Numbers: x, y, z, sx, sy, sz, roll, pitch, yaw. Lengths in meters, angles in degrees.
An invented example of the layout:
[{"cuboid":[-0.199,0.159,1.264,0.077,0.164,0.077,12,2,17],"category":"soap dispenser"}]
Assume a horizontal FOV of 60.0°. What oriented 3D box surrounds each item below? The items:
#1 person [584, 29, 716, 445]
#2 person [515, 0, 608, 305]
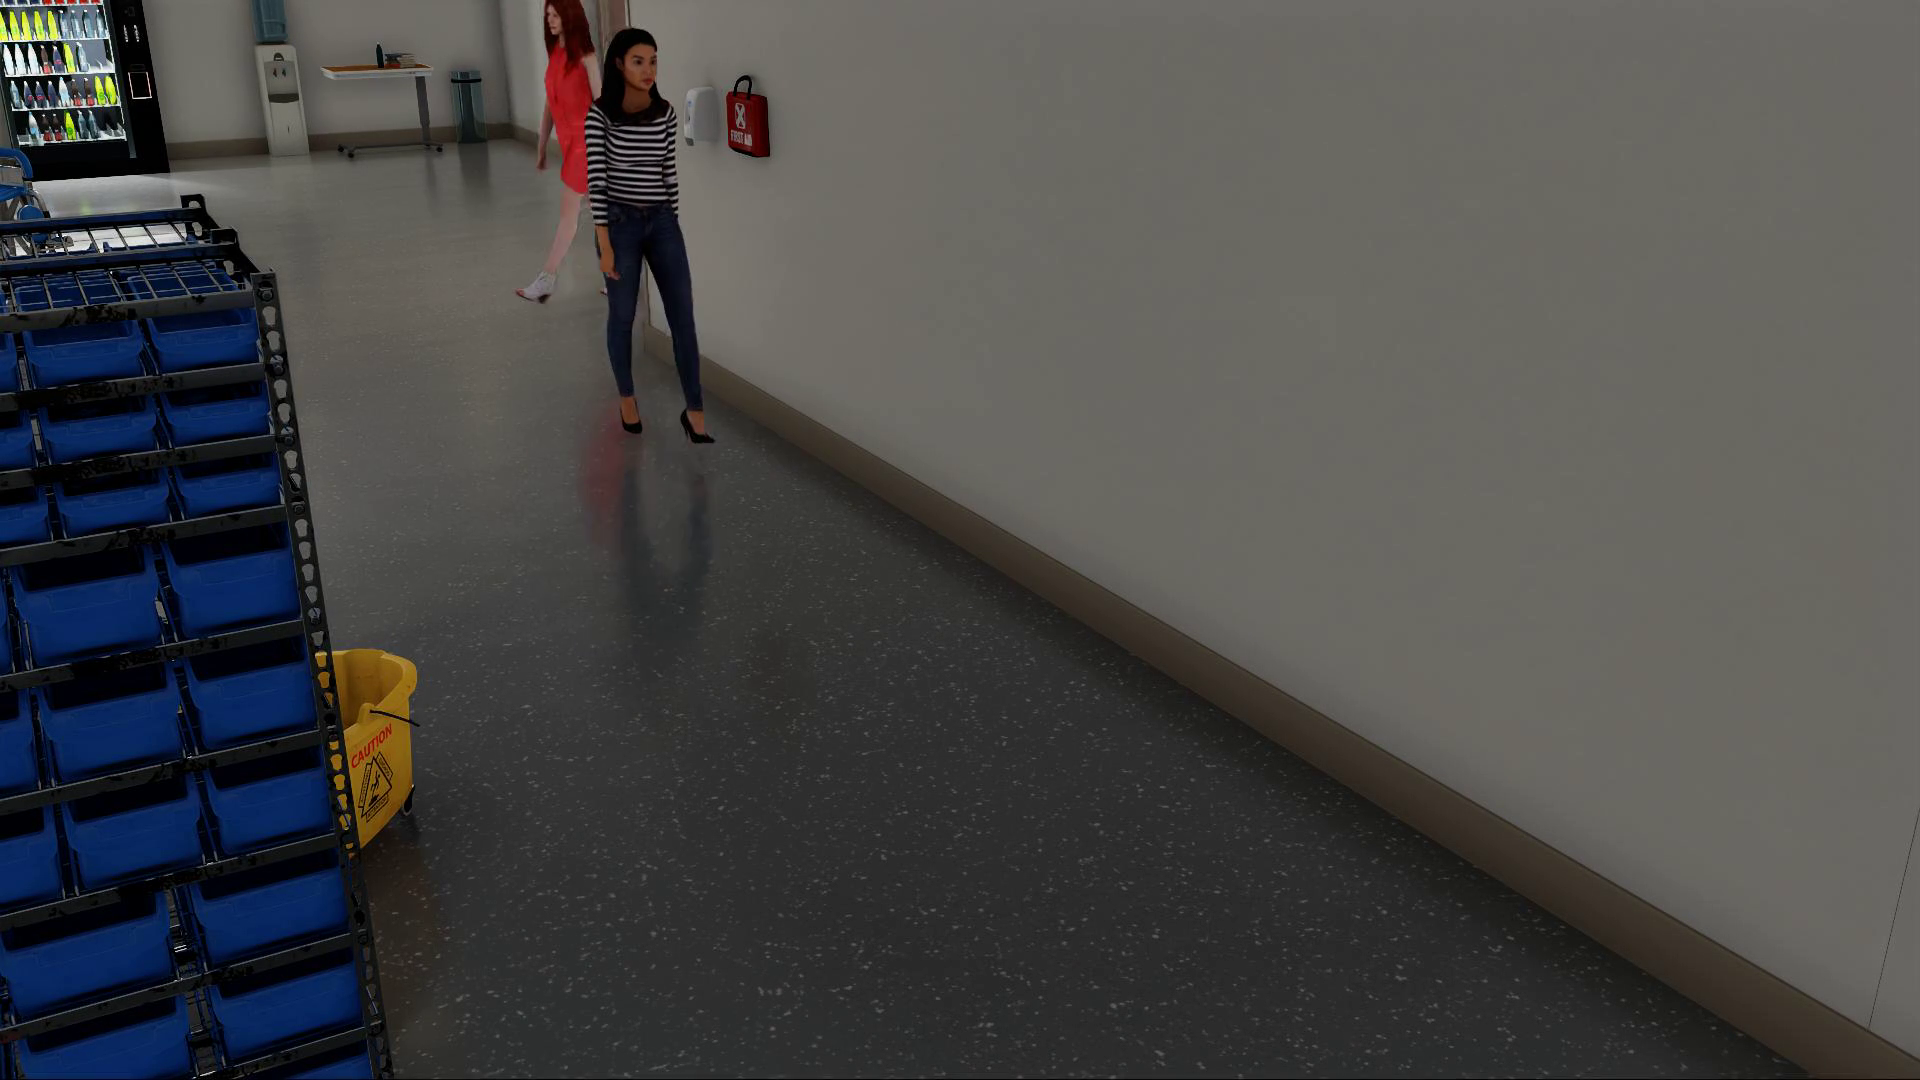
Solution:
[{"cuboid":[-1.451,-1.293,7.252,0.863,1.763,0.701,-12,24,-30],"category":"person"},{"cuboid":[-2.152,-2.290,9.855,1.128,1.785,0.790,-17,26,-37],"category":"person"}]
